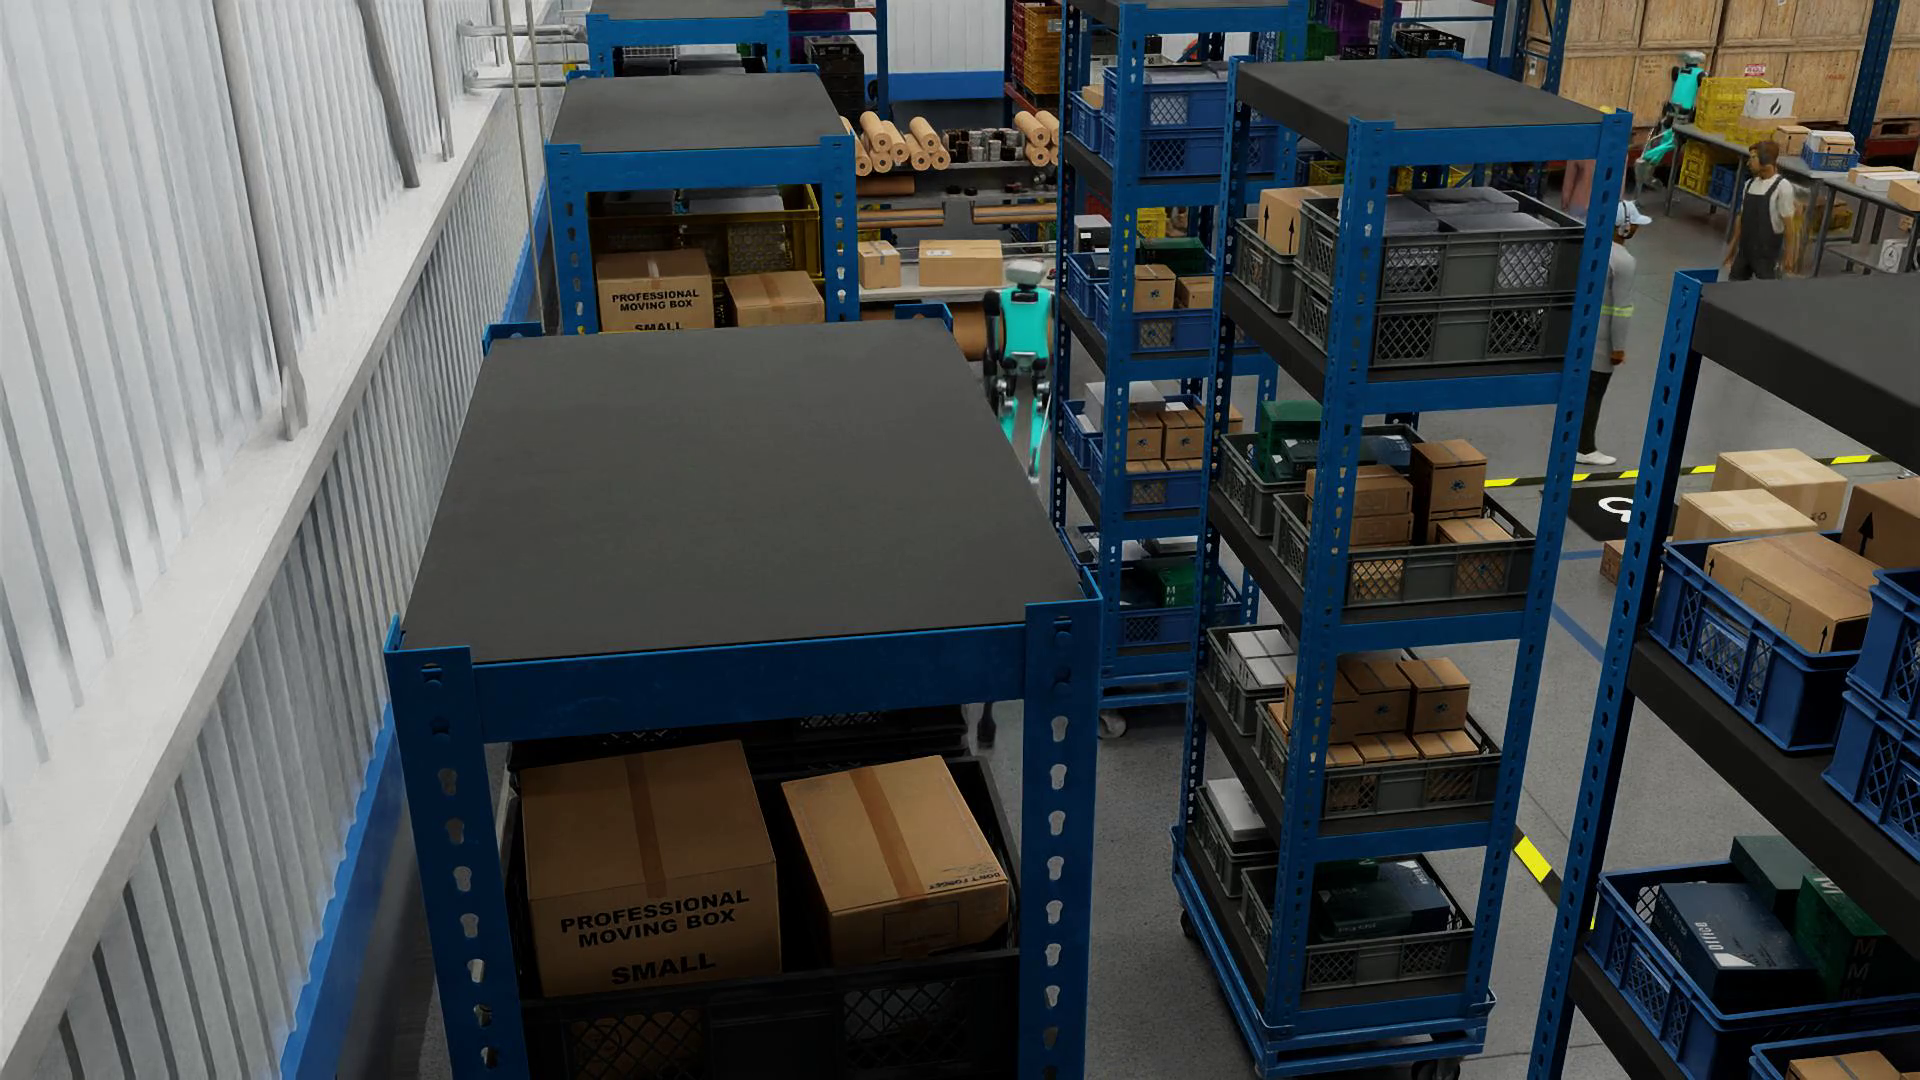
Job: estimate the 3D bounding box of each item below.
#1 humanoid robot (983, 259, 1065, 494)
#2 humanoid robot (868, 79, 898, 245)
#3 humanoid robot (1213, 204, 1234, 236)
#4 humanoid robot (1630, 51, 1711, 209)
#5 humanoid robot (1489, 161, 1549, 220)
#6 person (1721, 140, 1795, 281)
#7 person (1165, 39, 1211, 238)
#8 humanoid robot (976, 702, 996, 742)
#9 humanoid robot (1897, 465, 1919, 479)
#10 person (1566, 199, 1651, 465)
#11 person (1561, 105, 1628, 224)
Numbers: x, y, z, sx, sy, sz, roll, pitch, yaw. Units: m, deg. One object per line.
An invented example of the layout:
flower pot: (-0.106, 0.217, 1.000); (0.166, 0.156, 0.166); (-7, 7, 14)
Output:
humanoid robot: (0.373, -0.733, 10.256); (0.538, 1.885, 0.746); (4, 25, 9)
humanoid robot: (-0.802, -3.861, 16.988); (0.315, 1.657, 0.599); (1, 25, 3)
humanoid robot: (2.789, -4.034, 17.399); (0.597, 1.638, 0.579); (-4, 25, -9)
humanoid robot: (7.664, -4.436, 18.232); (1.013, 1.758, 0.532); (-7, 26, -15)
humanoid robot: (5.188, -3.206, 15.569); (0.599, 1.646, 0.360); (-3, 25, -6)
person: (6.497, -2.282, 13.443); (0.303, 1.801, 0.713); (-8, 26, -16)
person: (2.391, -4.132, 17.181); (0.424, 2.033, 0.611); (21, 32, 38)
humanoid robot: (0.090, 0.152, 8.337); (0.615, 1.622, 0.783); (1, 25, 3)
humanoid robot: (6.430, -1.139, 10.861); (0.735, 1.673, 0.533); (-12, 27, -23)
person: (4.454, -1.440, 11.536); (0.400, 1.852, 0.589); (-5, 25, -10)
person: (5.765, -3.075, 15.199); (0.542, 1.750, 0.376); (10, 27, 21)
